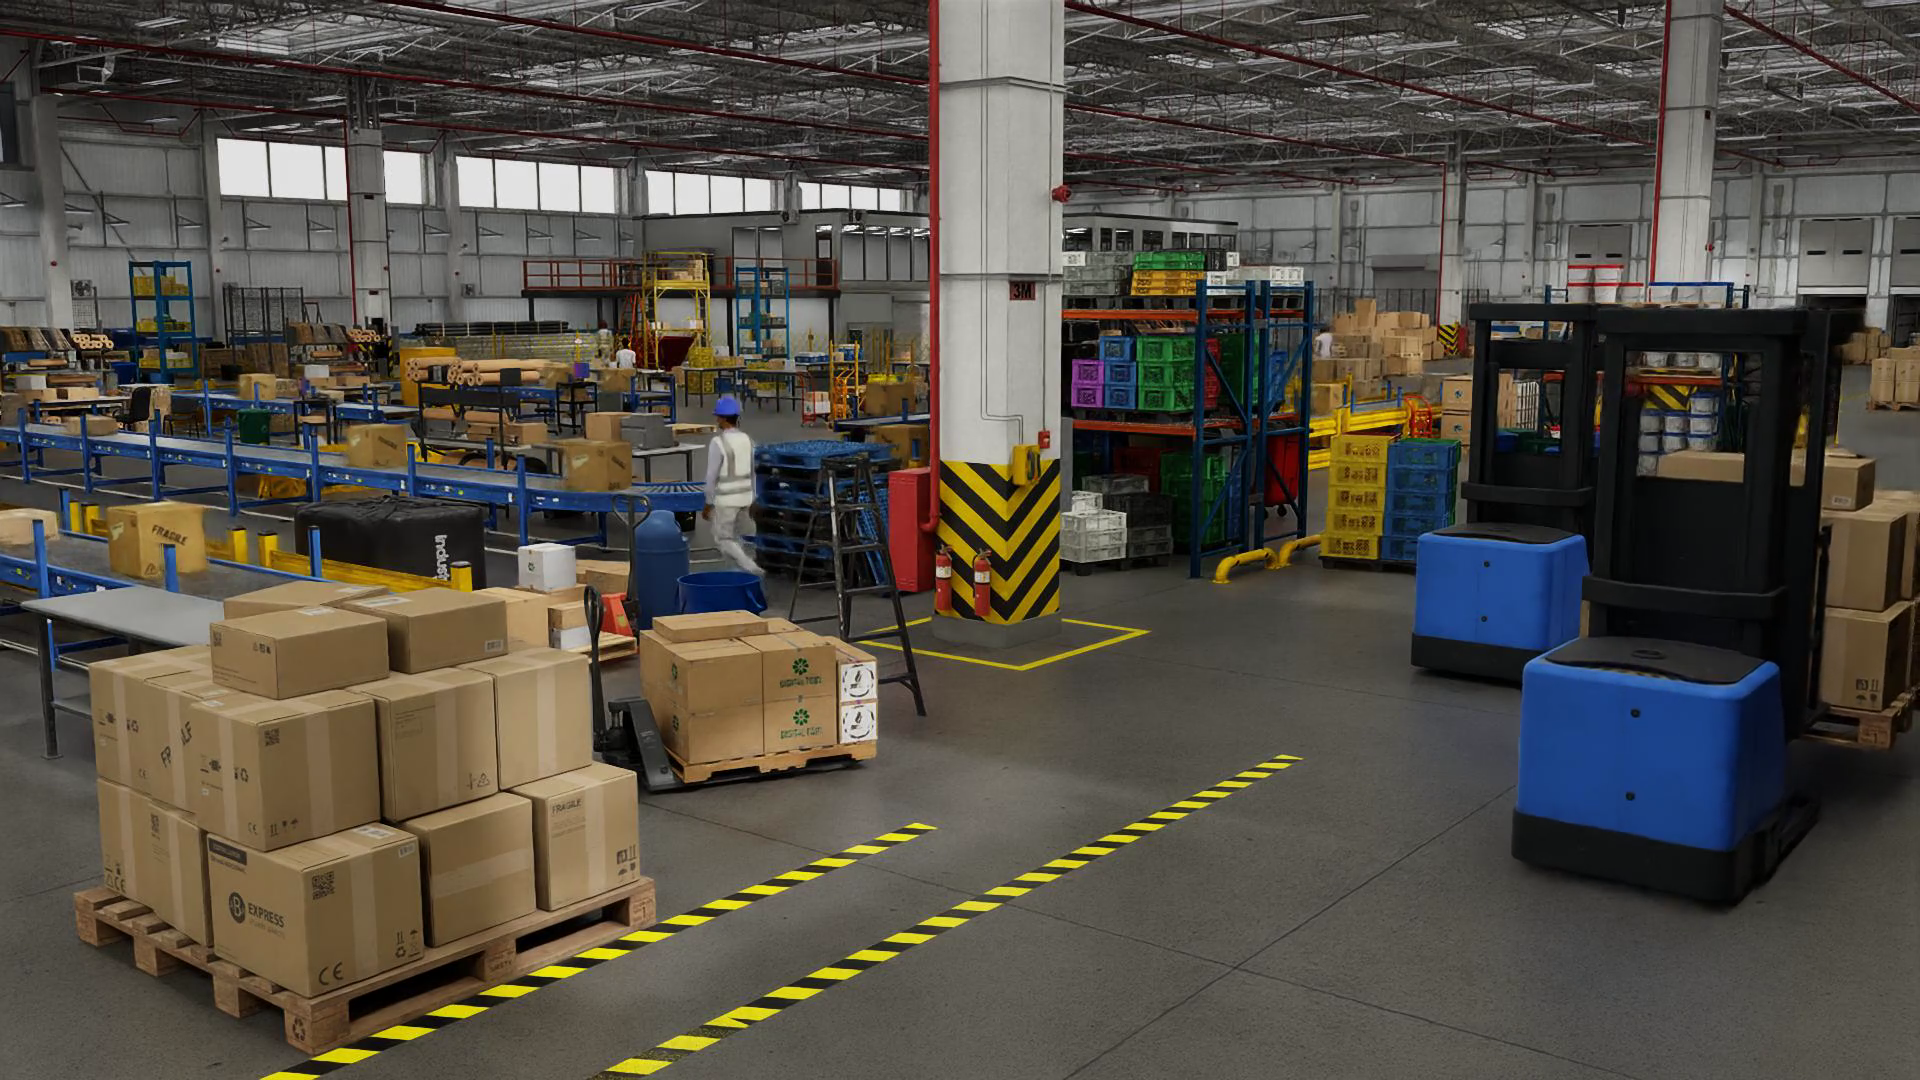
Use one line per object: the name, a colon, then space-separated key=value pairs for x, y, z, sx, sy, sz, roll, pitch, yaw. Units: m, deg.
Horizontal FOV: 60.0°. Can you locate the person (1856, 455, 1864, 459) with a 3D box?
person: x=6.733 y=0.189 z=12.694 sx=0.540 sy=1.664 sz=0.779 roll=7 pitch=11 yaw=41

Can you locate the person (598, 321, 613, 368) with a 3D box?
person: x=-13.159 y=-7.183 z=61.734 sx=0.572 sy=1.868 sz=0.428 roll=0 pitch=8 yaw=2

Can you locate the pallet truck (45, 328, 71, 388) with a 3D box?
pallet truck: x=-23.775 y=-4.544 z=43.495 sx=1.885 sy=1.965 sz=0.823 roll=6 pitch=10 yaw=35

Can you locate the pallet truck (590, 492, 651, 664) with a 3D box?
pallet truck: x=-3.115 y=0.344 z=12.883 sx=0.653 sy=1.274 sz=1.630 roll=7 pitch=11 yaw=37

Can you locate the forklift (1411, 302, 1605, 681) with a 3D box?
forklift: x=4.379 y=-0.438 z=12.852 sx=1.129 sy=2.768 sz=1.873 roll=7 pitch=11 yaw=37

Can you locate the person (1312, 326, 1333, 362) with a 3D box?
person: x=11.285 y=-5.733 z=51.886 sx=0.653 sy=1.882 sz=1.007 roll=-4 pitch=10 yaw=-28

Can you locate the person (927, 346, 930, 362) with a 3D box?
person: x=-0.709 y=-5.053 z=47.703 sx=0.550 sy=1.753 sz=0.393 roll=-6 pitch=10 yaw=-35

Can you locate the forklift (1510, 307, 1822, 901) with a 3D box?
forklift: x=3.711 y=0.202 z=8.534 sx=1.129 sy=2.768 sz=1.873 roll=7 pitch=11 yaw=37

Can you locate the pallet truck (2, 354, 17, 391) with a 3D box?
pallet truck: x=-24.881 y=-4.417 z=42.634 sx=1.885 sy=1.965 sz=0.823 roll=8 pitch=11 yaw=41

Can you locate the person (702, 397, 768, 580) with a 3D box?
person: x=-2.101 y=-0.380 z=15.649 sx=0.660 sy=1.930 sz=0.609 roll=4 pitch=10 yaw=28

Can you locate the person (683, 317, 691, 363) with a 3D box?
person: x=-11.250 y=-8.251 z=68.751 sx=0.379 sy=1.918 sz=0.585 roll=0 pitch=8 yaw=-3

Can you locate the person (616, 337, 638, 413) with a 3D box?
person: x=-7.837 y=-3.842 z=39.190 sx=0.513 sy=1.872 sz=0.328 roll=1 pitch=9 yaw=9

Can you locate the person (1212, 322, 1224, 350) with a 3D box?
person: x=7.840 y=-5.691 z=51.082 sx=0.538 sy=2.000 sz=0.690 roll=6 pitch=11 yaw=37

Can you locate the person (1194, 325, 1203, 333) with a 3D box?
person: x=8.869 y=-7.215 z=61.532 sx=0.936 sy=1.977 sz=0.716 roll=2 pitch=9 yaw=14

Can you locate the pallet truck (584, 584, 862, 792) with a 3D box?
pallet truck: x=-1.426 y=0.805 z=10.019 sx=1.601 sy=1.201 sz=0.680 roll=-4 pitch=9 yaw=-26
